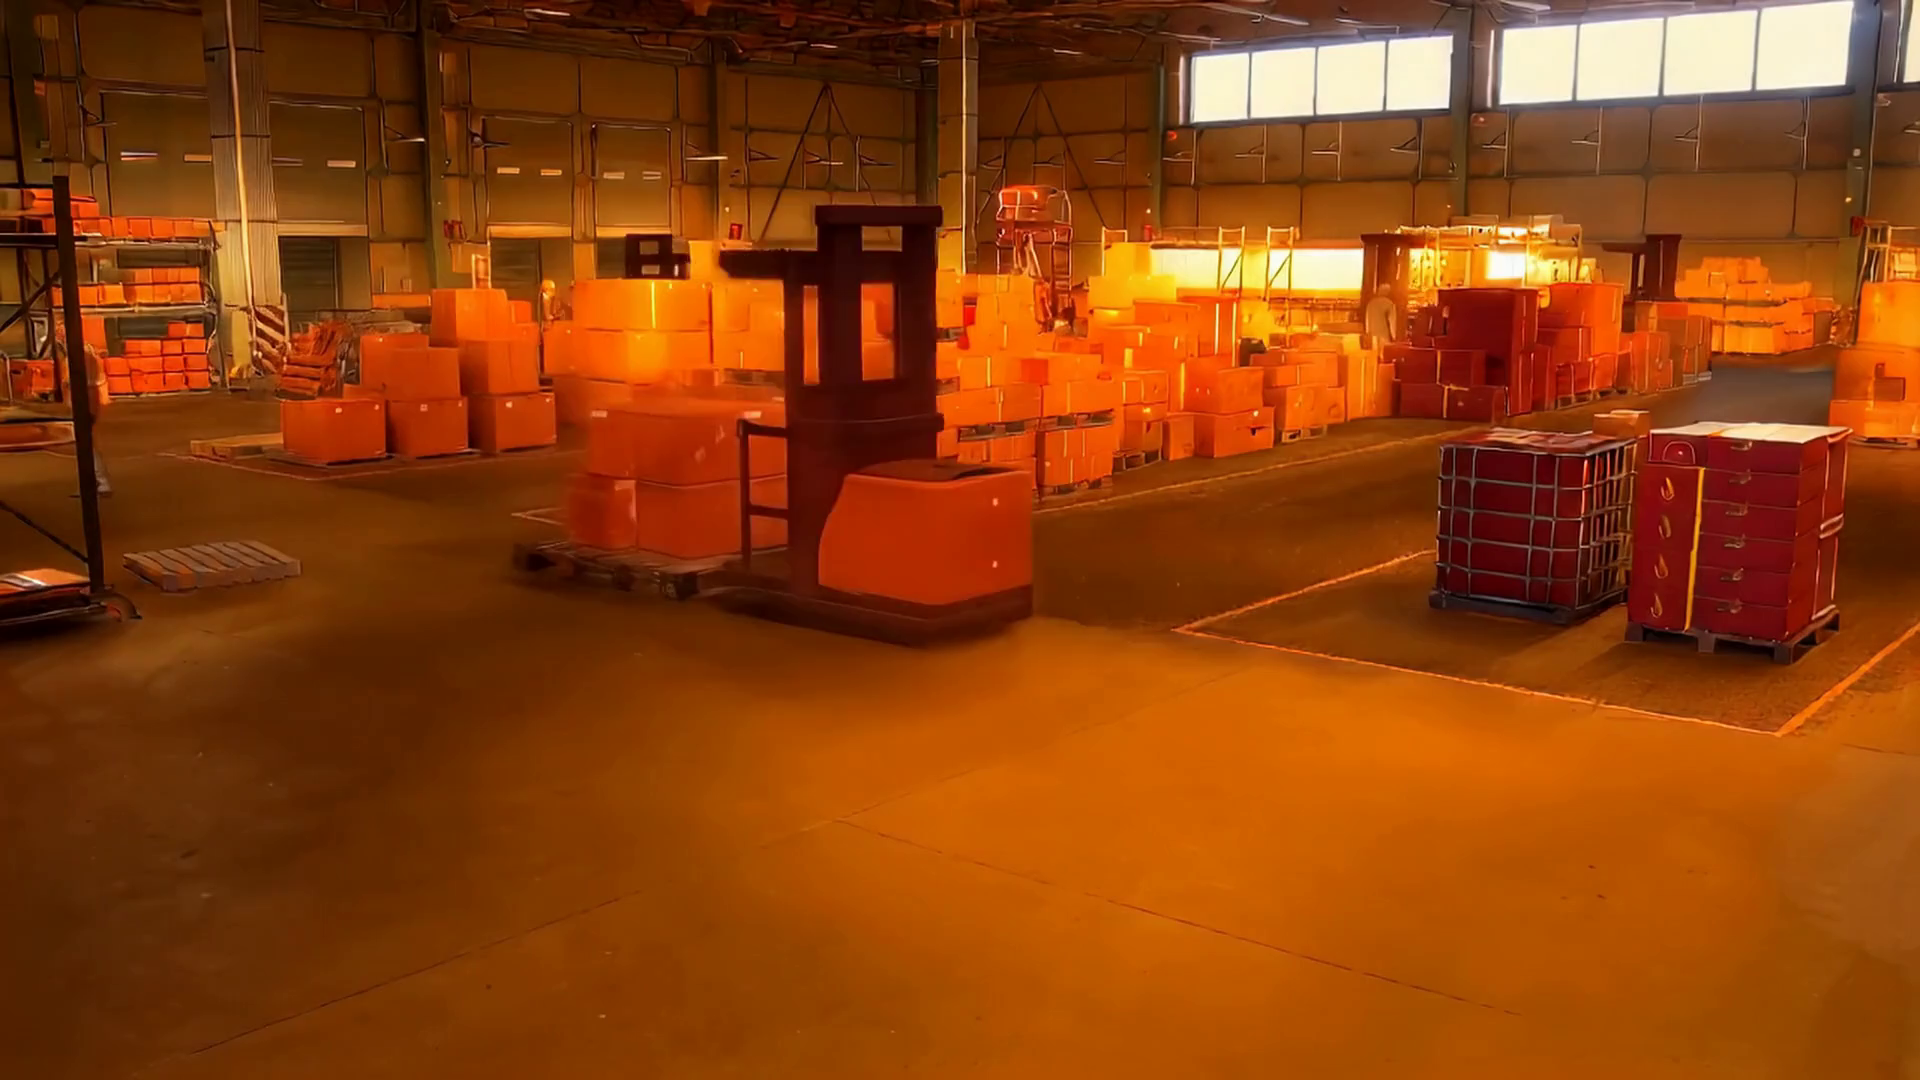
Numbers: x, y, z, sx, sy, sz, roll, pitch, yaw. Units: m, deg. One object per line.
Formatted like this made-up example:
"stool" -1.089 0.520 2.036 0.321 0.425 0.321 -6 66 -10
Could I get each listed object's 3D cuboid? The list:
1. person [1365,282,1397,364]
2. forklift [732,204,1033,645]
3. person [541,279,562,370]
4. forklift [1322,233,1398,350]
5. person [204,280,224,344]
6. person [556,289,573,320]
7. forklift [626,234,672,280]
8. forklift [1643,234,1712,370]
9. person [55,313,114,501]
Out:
"person" 7.549 -3.646 29.828 0.352 1.937 0.635 -8 13 -39
"forklift" -0.518 -0.843 11.192 1.873 2.768 1.129 8 13 40
"person" -8.136 -4.245 33.252 0.376 1.934 0.547 -6 12 -30
"forklift" 8.139 -4.587 32.510 1.873 2.768 1.129 -2 10 -12
"person" -15.508 -4.479 34.747 0.963 1.878 0.544 -2 10 -12
"person" -6.435 -3.213 27.550 0.596 1.864 0.564 3 10 15
"forklift" -6.265 -4.802 33.734 1.873 2.768 1.129 8 13 40
"forklift" 14.195 -4.809 33.772 1.873 2.768 1.129 0 10 0
"person" -8.867 -1.344 16.842 0.401 1.909 0.608 -10 14 -44
